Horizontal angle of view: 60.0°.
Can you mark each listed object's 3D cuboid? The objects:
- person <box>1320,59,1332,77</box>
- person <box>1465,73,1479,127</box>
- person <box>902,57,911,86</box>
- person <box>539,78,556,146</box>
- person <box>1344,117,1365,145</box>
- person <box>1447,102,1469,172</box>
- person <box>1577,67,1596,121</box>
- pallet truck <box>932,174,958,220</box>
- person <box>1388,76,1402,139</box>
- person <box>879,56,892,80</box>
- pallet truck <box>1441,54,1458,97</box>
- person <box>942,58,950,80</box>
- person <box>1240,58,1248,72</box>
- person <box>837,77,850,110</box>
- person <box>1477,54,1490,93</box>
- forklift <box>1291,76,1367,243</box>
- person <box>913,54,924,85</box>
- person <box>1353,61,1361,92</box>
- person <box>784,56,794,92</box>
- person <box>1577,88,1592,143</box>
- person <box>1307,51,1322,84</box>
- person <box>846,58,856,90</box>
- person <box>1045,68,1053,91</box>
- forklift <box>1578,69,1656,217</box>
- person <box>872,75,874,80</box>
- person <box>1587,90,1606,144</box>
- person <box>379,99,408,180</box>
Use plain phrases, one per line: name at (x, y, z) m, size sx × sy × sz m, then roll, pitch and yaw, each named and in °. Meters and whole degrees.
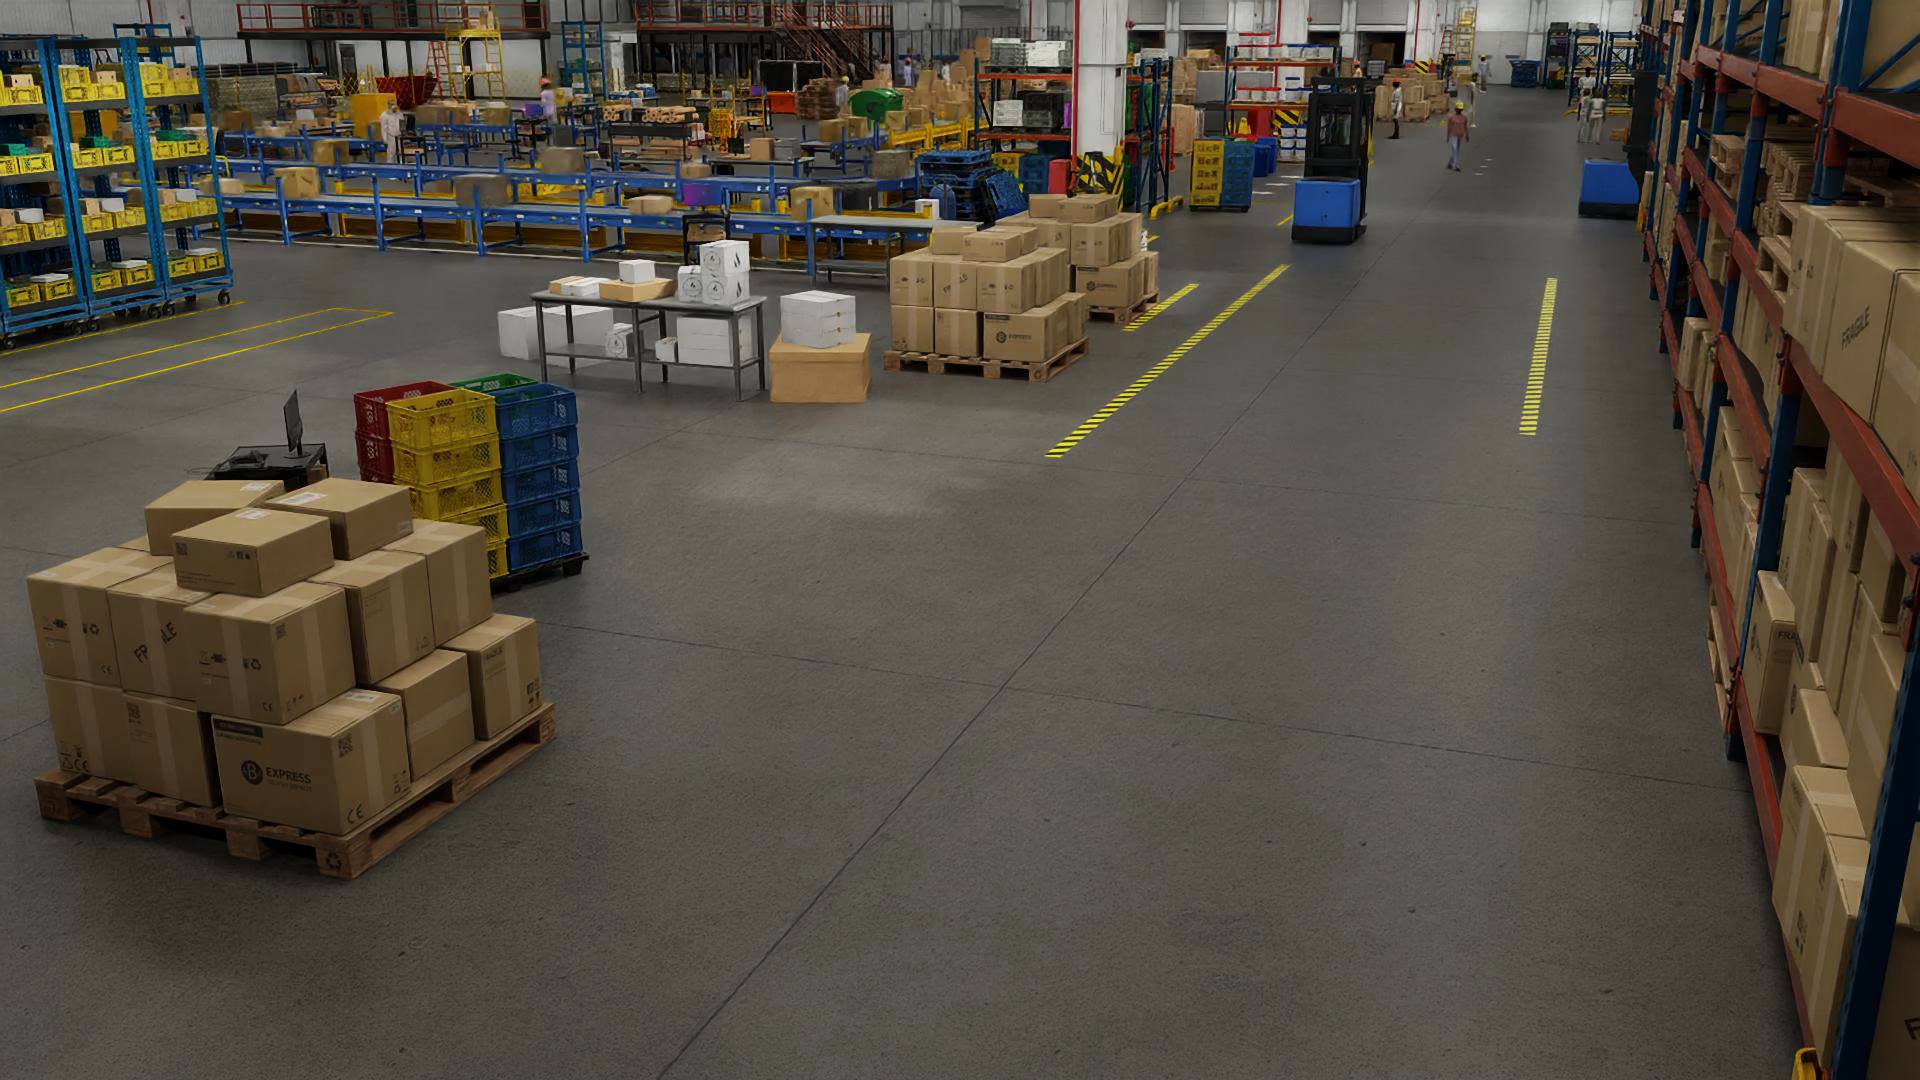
person at (16.826, -21.338, 76.564) m, size 0.536 × 2.000 × 0.701 m, roll -10°, pitch 20°, yaw -29°
person at (17.848, -15.381, 58.157) m, size 0.578 × 1.853 × 0.533 m, roll 8°, pitch 19°, yaw 24°
person at (-2.421, -20.747, 74.924) m, size 0.595 × 1.903 × 0.647 m, roll 10°, pitch 20°, yaw 29°
person at (-12.312, -12.857, 49.976) m, size 0.907 × 2.015 × 0.618 m, roll 8°, pitch 19°, yaw 24°
person at (10.106, -10.313, 42.651) m, size 0.514 × 1.584 × 0.880 m, roll 9°, pitch 20°, yaw 25°
person at (12.610, -10.261, 42.256) m, size 0.521 × 1.729 × 0.875 m, roll -5°, pitch 18°, yaw -14°
person at (23.047, -16.415, 61.240) m, size 0.606 × 1.957 × 0.383 m, roll 4°, pitch 18°, yaw 13°
pallet truck at (-0.507, -5.292, 27.348) m, size 0.653 × 1.274 × 1.630 m, roll 6°, pitch 19°, yaw 19°
person at (13.795, -13.687, 52.692) m, size 0.373 × 1.934 × 0.551 m, roll 4°, pitch 18°, yaw 11°
person at (-3.324, -20.644, 74.456) m, size 0.612 × 1.996 × 0.388 m, roll -8°, pitch 19°, yaw -24°
pallet truck at (22.765, -21.886, 78.355) m, size 0.823 × 1.965 × 1.885 m, roll -4°, pitch 18°, yaw -14°
person at (-0.760, -20.941, 75.599) m, size 0.677 × 1.862 × 0.615 m, roll -5°, pitch 18°, yaw -16°
person at (15.581, -25.829, 91.024) m, size 0.636 × 1.820 × 0.630 m, roll -6°, pitch 19°, yaw -19°
person at (-3.929, -14.866, 56.663) m, size 0.966 × 1.782 × 0.604 m, roll -14°, pitch 23°, yaw -38°
person at (25.893, -23.052, 82.230) m, size 0.991 × 1.869 × 0.617 m, roll -16°, pitch 23°, yaw -40°
forklift at (6.598, -6.755, 29.381) m, size 1.129 × 2.768 × 1.873 m, roll 6°, pitch 19°, yaw 19°
person at (-2.014, -22.420, 80.161) m, size 0.587 × 1.920 × 0.392 m, roll -10°, pitch 20°, yaw -29°
person at (16.635, -19.132, 69.826) m, size 0.399 × 1.928 × 0.542 m, roll 9°, pitch 20°, yaw 25°
person at (-7.985, -21.734, 78.068) m, size 0.576 × 1.882 × 0.355 m, roll 4°, pitch 18°, yaw 13°
person at (19.314, -13.125, 51.401) m, size 0.309 × 1.645 × 0.515 m, roll -1°, pitch 18°, yaw -3°
person at (19.676, -26.025, 91.650) m, size 0.971 × 1.823 × 0.518 m, roll 5°, pitch 18°, yaw 16°
person at (-5.165, -21.866, 78.656) m, size 0.557 × 1.784 × 0.962 m, roll 9°, pitch 20°, yaw 26°
person at (4.064, -21.523, 77.706) m, size 0.489 × 1.694 × 0.843 m, roll -2°, pitch 18°, yaw -7°
forklift at (13.219, -7.740, 32.475) m, size 1.873 × 2.768 × 1.129 m, roll 6°, pitch 19°, yaw 18°
person at (-2.756, -14.909, 56.586) m, size 0.512 × 1.910 × 0.544 m, roll -10°, pitch 20°, yaw -29°
person at (19.470, -12.936, 50.885) m, size 0.528 × 1.596 × 0.841 m, roll 4°, pitch 18°, yaw 13°
person at (-13.575, -9.629, 40.000) m, size 0.401 × 1.903 × 0.666 m, roll 14°, pitch 22°, yaw 37°
